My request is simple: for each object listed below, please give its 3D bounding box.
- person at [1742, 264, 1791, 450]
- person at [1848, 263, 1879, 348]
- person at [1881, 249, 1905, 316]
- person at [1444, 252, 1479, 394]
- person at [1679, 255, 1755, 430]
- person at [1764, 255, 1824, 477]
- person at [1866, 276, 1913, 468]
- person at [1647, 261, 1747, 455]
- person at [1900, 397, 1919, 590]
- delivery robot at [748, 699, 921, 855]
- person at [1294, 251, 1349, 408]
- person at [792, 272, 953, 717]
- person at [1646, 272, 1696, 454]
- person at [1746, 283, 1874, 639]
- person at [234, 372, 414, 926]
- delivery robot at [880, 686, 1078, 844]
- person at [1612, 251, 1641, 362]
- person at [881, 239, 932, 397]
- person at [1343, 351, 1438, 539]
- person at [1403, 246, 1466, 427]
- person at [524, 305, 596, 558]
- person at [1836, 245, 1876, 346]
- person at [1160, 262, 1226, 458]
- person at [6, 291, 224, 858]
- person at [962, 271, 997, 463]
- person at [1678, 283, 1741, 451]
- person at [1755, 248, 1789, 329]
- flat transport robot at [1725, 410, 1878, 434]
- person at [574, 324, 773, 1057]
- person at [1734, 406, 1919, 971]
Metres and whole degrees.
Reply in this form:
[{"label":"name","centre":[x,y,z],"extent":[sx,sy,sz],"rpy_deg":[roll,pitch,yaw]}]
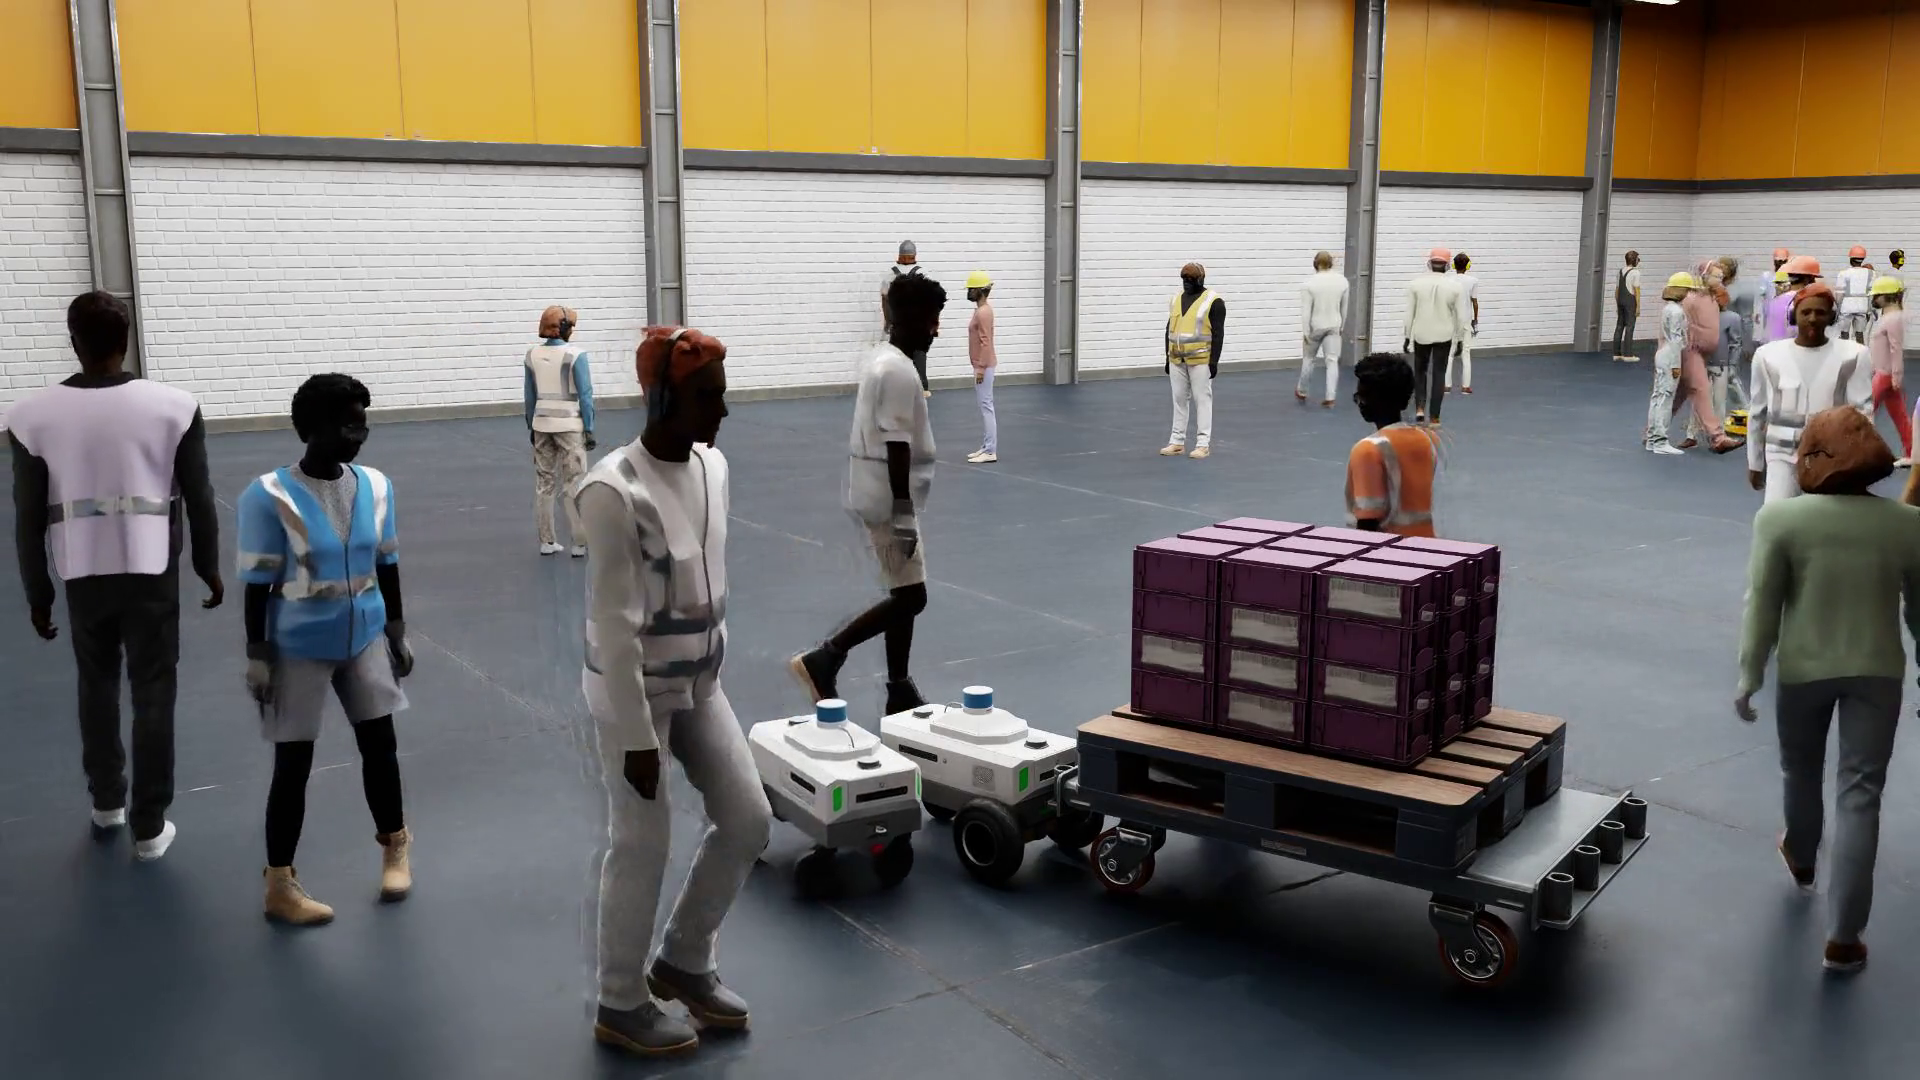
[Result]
[{"label":"person","centre":[7.967,-1.737,16.005],"extent":[0.651,1.816,0.604],"rpy_deg":[8,13,38]},{"label":"person","centre":[14.890,-3.738,27.469],"extent":[0.512,1.639,0.311],"rpy_deg":[4,11,21]},{"label":"person","centre":[14.940,-3.704,26.634],"extent":[0.328,1.877,0.514],"rpy_deg":[-1,10,-3]},{"label":"person","centre":[6.621,-2.872,22.084],"extent":[0.519,1.874,0.327],"rpy_deg":[4,11,20]},{"label":"person","centre":[8.284,-2.130,17.986],"extent":[1.019,1.898,0.630],"rpy_deg":[-3,11,-17]},{"label":"person","centre":[7.146,-1.476,14.273],"extent":[0.405,1.921,0.559],"rpy_deg":[-1,10,-8]},{"label":"person","centre":[8.245,-1.500,14.970],"extent":[0.901,1.712,0.546],"rpy_deg":[4,11,21]},{"label":"person","centre":[7.141,-1.756,16.036],"extent":[0.658,1.842,1.030],"rpy_deg":[-10,14,-43]},{"label":"person","centre":[3.772,0.070,6.109],"extent":[0.584,1.817,0.771],"rpy_deg":[4,11,22]},{"label":"delivery robot","centre":[-0.419,0.768,5.479],"extent":[0.477,0.478,0.707],"rpy_deg":[-6,12,-30]},{"label":"person","centre":[4.436,-2.592,20.479],"extent":[0.645,1.894,0.965],"rpy_deg":[-1,10,-5]},{"label":"person","centre":[-0.343,-0.150,6.996],"extent":[0.637,1.929,0.676],"rpy_deg":[-1,10,-5]},{"label":"person","centre":[6.865,-1.704,16.036],"extent":[0.321,1.741,0.489],"rpy_deg":[2,11,10]},{"label":"person","centre":[4.405,-0.407,8.667],"extent":[0.594,1.827,1.002],"rpy_deg":[5,12,27]},{"label":"person","centre":[-1.933,0.332,5.095],"extent":[0.385,1.681,0.549],"rpy_deg":[8,13,36]},{"label":"delivery robot","centre":[0.059,0.739,5.641],"extent":[0.707,0.478,0.477],"rpy_deg":[9,14,42]},{"label":"person","centre":[11.176,-3.903,27.805],"extent":[0.340,1.845,0.512],"rpy_deg":[-4,11,-22]},{"label":"person","centre":[-0.661,-2.860,21.552],"extent":[0.682,2.000,0.537],"rpy_deg":[2,10,10]},{"label":"person","centre":[1.664,0.121,6.317],"extent":[0.534,1.659,0.833],"rpy_deg":[-9,14,-41]},{"label":"person","centre":[5.223,-2.232,18.281],"extent":[0.659,1.973,0.488],"rpy_deg":[4,11,21]},{"label":"person","centre":[-2.596,-0.699,10.808],"extent":[0.514,1.639,0.314],"rpy_deg":[5,11,24]},{"label":"person","centre":[13.676,-3.525,25.468],"extent":[0.544,1.943,0.347],"rpy_deg":[2,10,9]},{"label":"person","centre":[2.184,-1.694,15.723],"extent":[0.621,1.838,0.429],"rpy_deg":[9,14,42]},{"label":"person","centre":[-2.856,0.107,5.708],"extent":[0.592,1.893,0.699],"rpy_deg":[-3,11,-17]},{"label":"person","centre":[0.182,-1.595,15.372],"extent":[0.326,1.767,0.533],"rpy_deg":[0,10,1]},{"label":"person","centre":[7.338,-1.689,16.251],"extent":[0.285,1.631,0.501],"rpy_deg":[-9,14,-42]},{"label":"person","centre":[12.269,-3.429,25.033],"extent":[0.552,1.897,0.926],"rpy_deg":[8,13,37]},{"label":"flat transport robot","centre":[8.807,-1.246,17.557],"extent":[1.431,0.197,0.652],"rpy_deg":[1,10,6]},{"label":"person","centre":[-0.728,0.398,4.167],"extent":[0.513,1.863,0.591],"rpy_deg":[5,11,24]},{"label":"person","centre":[2.610,0.395,4.942],"extent":[0.533,1.578,0.878],"rpy_deg":[5,12,27]}]
